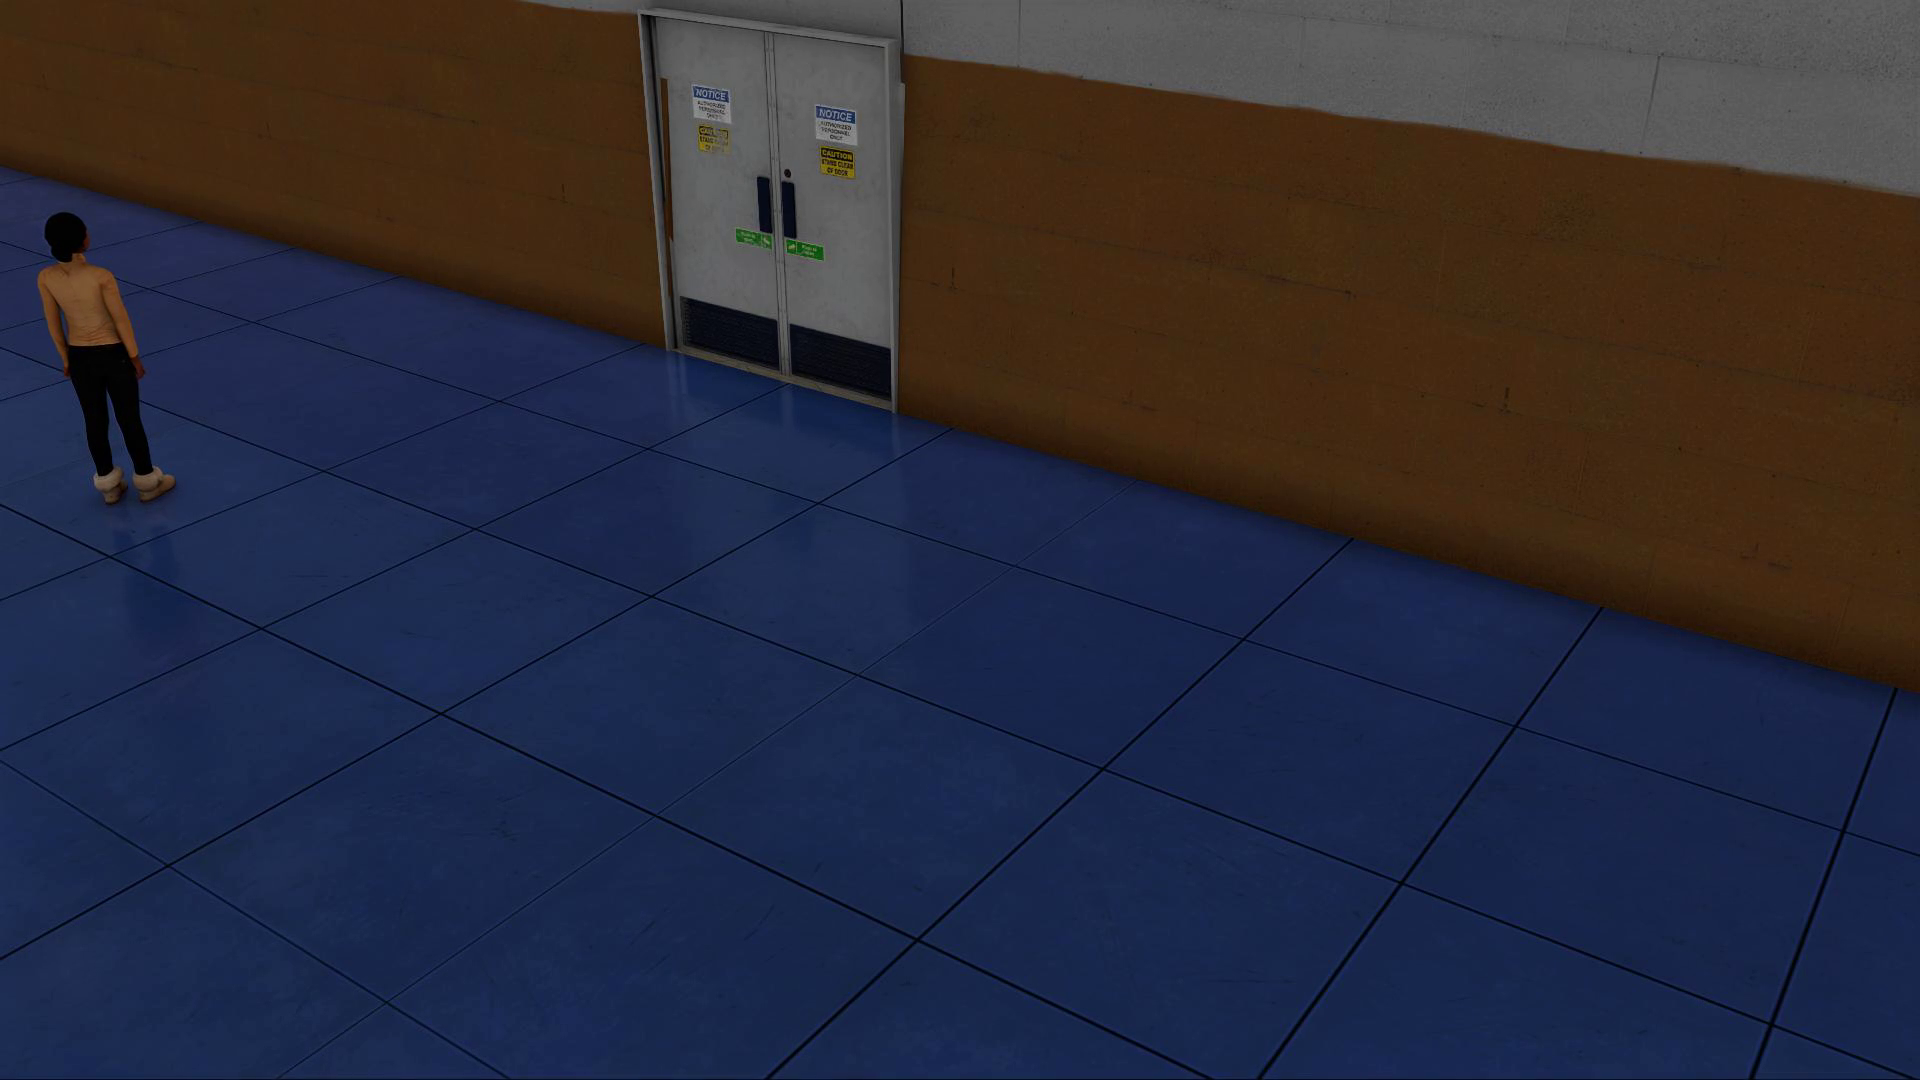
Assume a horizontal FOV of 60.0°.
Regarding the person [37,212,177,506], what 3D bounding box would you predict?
[{"bbox_3d":[-4.725,-0.991,9.127,0.688,1.660,0.737,-2,27,-4],"label":"person"}]
